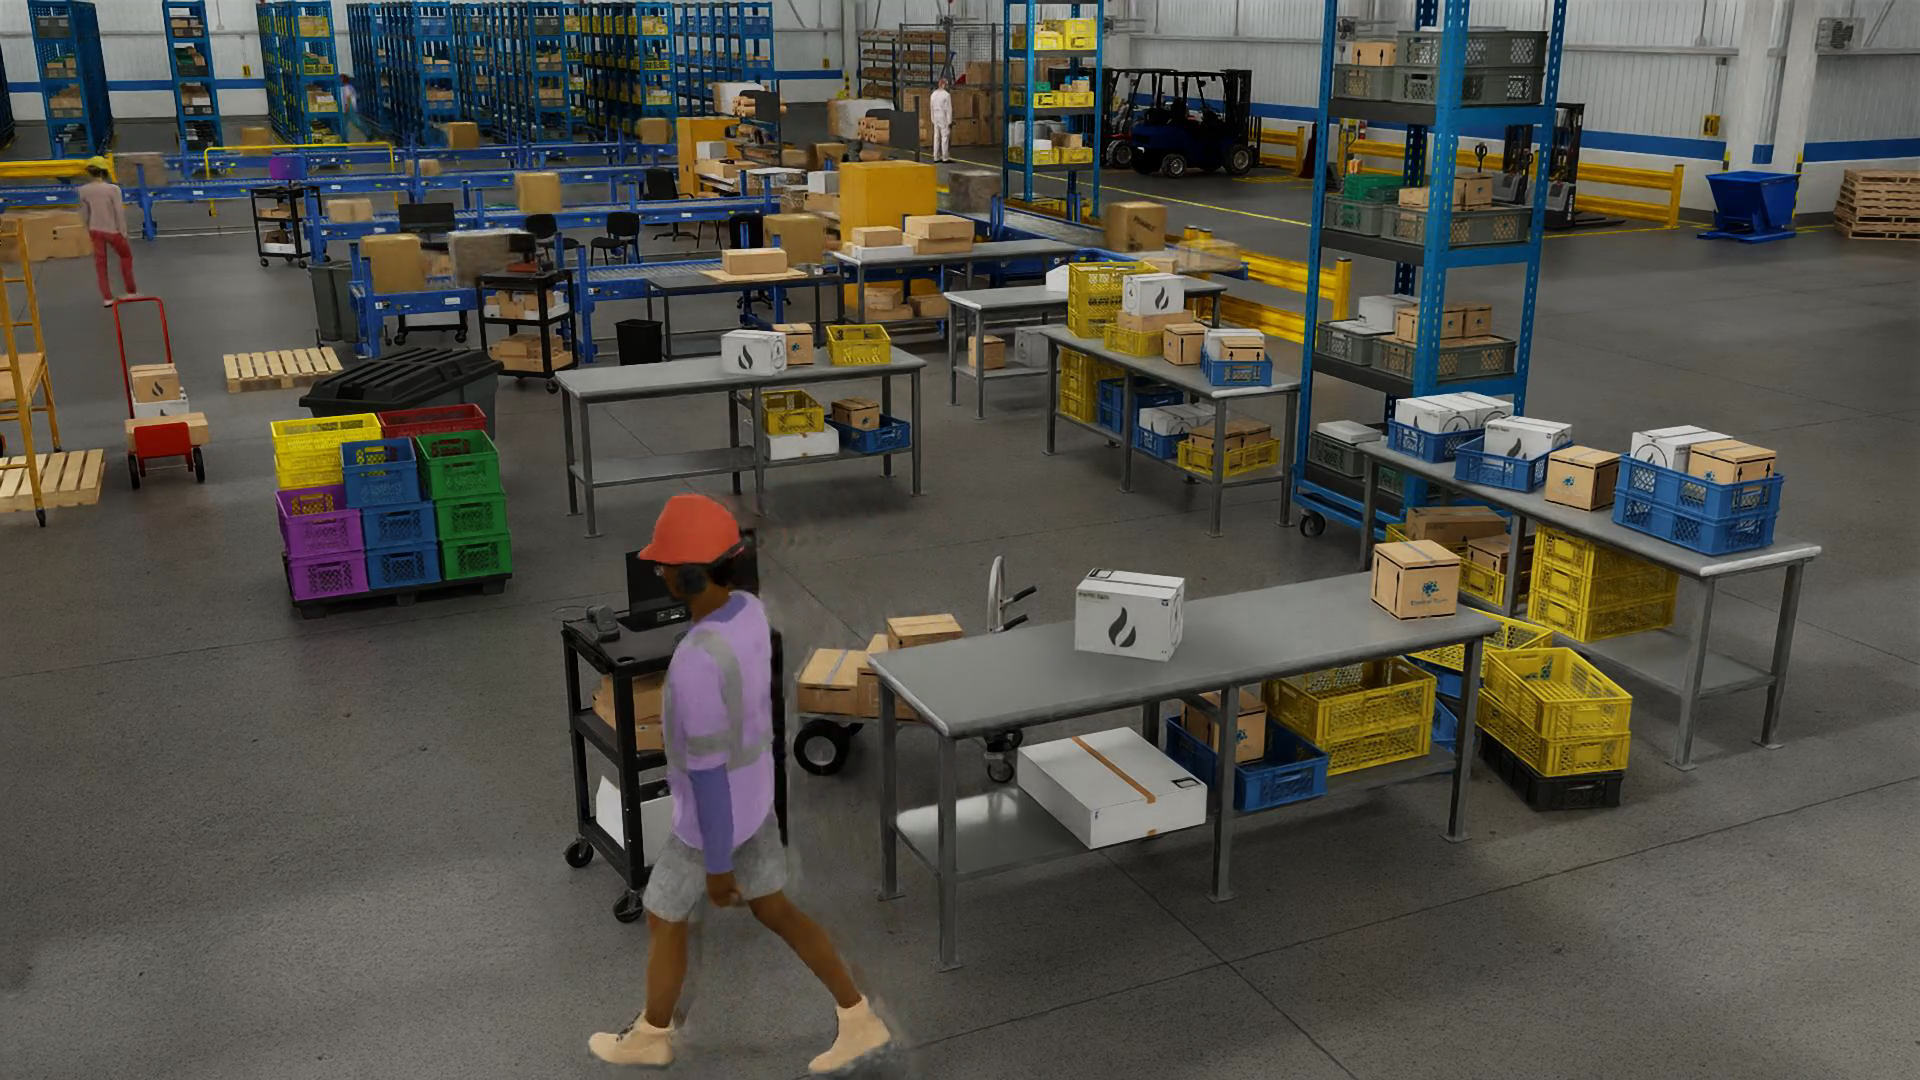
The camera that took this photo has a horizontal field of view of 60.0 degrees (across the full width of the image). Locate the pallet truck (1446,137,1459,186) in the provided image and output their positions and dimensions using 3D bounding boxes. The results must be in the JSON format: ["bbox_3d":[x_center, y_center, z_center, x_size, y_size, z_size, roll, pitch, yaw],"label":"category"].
[{"bbox_3d":[9.184,-6.485,29.328,1.630,1.274,0.653,-8,19,-23],"label":"pallet truck"}]

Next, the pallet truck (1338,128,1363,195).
[{"bbox_3d":[7.845,-7.140,31.411,1.522,1.261,0.704,-9,20,-25],"label":"pallet truck"}]

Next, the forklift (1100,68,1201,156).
[{"bbox_3d":[4.082,-9.564,37.410,2.680,1.987,1.157,-8,19,-23],"label":"forklift"}]

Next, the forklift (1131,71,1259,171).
[{"bbox_3d":[4.998,-8.936,35.413,2.680,1.987,1.157,-9,20,-25],"label":"forklift"}]

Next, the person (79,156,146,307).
[{"bbox_3d":[-10.068,-3.672,19.734,0.553,1.736,0.738,1,18,2],"label":"person"}]

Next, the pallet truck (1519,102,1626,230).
[{"bbox_3d":[9.972,-6.037,26.785,1.885,1.965,0.823,-9,20,-25],"label":"pallet truck"}]

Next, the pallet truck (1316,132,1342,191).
[{"bbox_3d":[7.723,-7.504,32.656,1.601,1.201,0.680,-8,19,-23],"label":"pallet truck"}]

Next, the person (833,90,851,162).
[{"bbox_3d":[-2.433,-8.373,34.432,0.438,1.814,0.631,3,18,8],"label":"person"}]

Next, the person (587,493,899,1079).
[{"bbox_3d":[-0.700,0.816,5.210,1.043,2.004,0.623,4,18,14],"label":"person"}]

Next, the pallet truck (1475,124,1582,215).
[{"bbox_3d":[9.707,-6.455,28.103,1.885,1.965,0.823,-7,19,-20],"label":"pallet truck"}]

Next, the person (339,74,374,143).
[{"bbox_3d":[-16.093,-11.411,44.035,0.922,1.806,0.581,-7,19,-22],"label":"person"}]

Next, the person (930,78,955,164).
[{"bbox_3d":[-0.388,-9.637,38.281,0.400,1.905,0.643,-15,23,-39],"label":"person"}]
